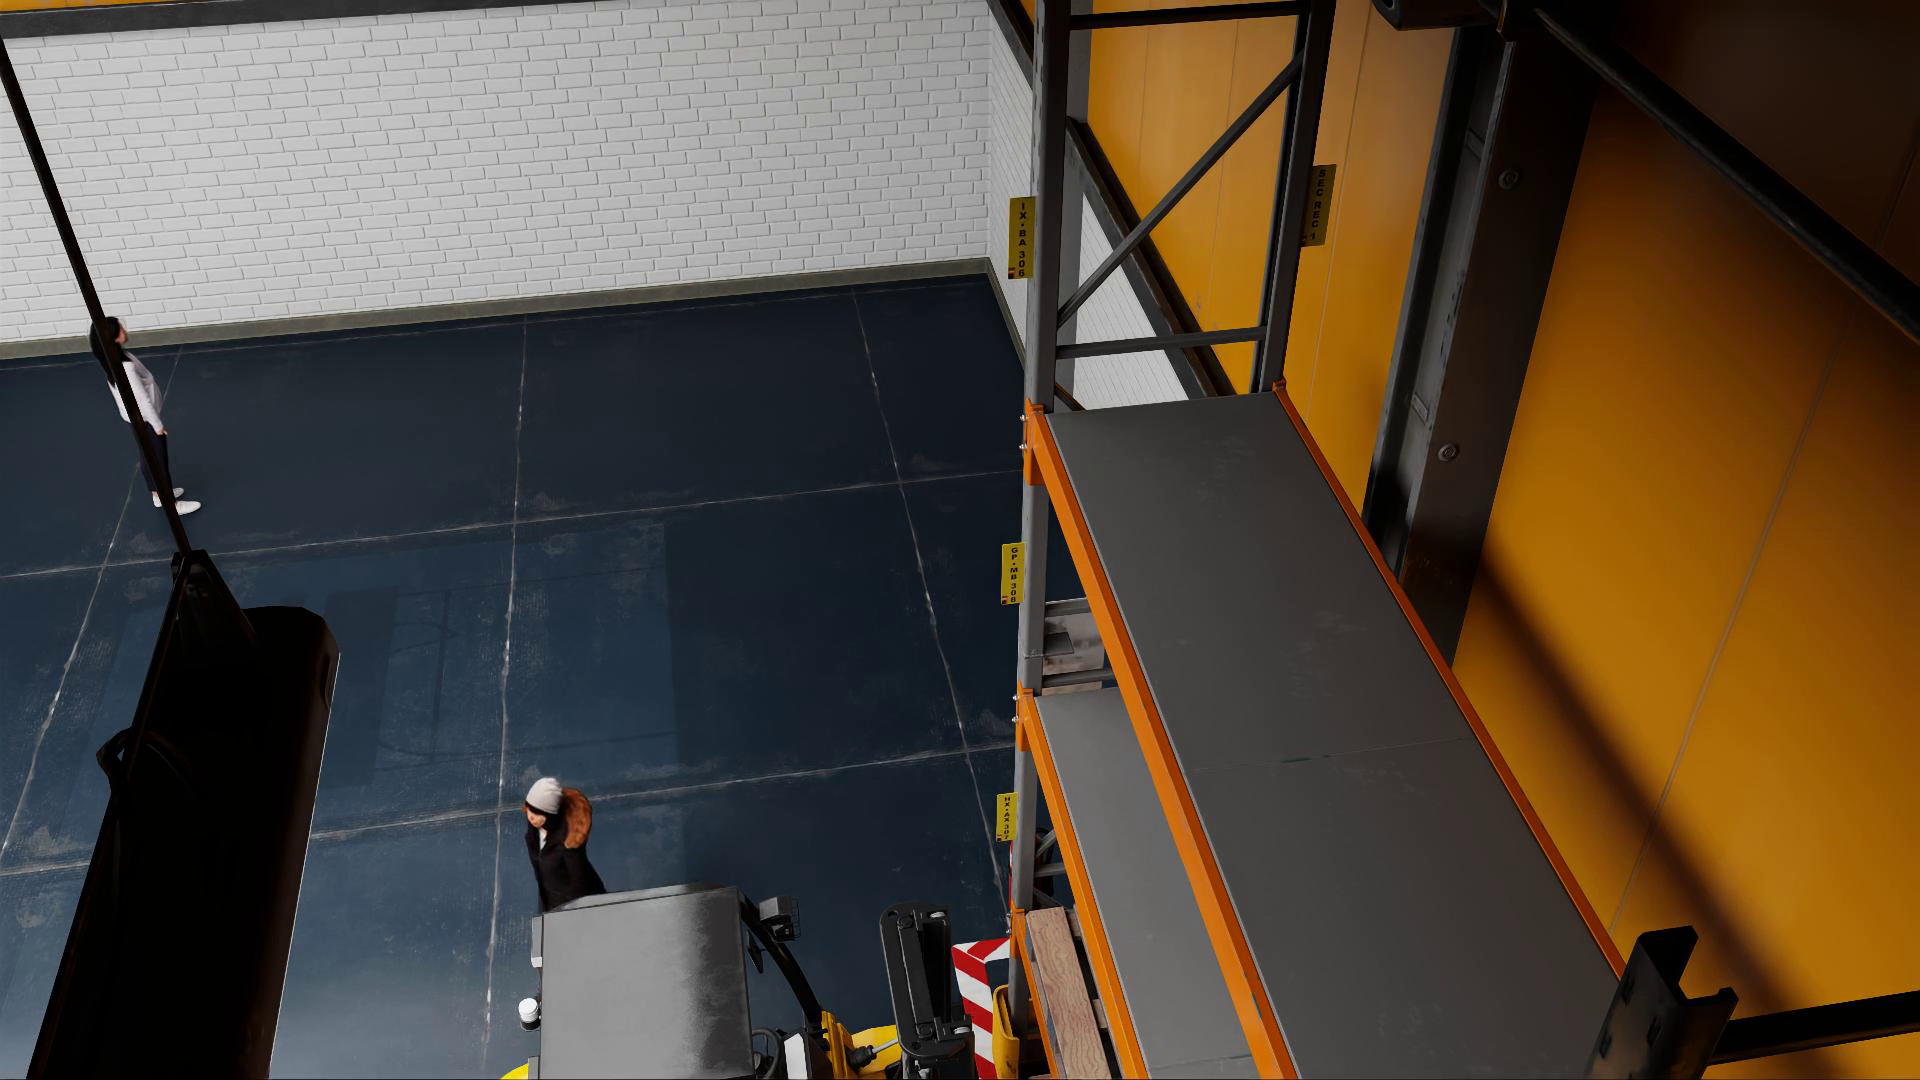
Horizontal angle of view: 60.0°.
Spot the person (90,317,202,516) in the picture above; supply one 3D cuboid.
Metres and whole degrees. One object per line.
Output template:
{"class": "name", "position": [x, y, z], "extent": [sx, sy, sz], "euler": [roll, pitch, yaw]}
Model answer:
{"class": "person", "position": [-6.133, -0.934, 12.446], "extent": [0.684, 1.700, 0.774], "euler": [31, 48, 32]}

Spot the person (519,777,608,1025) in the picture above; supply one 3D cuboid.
{"class": "person", "position": [-2.062, 1.864, 9.030], "extent": [1.042, 1.590, 1.094], "euler": [24, 45, 27]}
